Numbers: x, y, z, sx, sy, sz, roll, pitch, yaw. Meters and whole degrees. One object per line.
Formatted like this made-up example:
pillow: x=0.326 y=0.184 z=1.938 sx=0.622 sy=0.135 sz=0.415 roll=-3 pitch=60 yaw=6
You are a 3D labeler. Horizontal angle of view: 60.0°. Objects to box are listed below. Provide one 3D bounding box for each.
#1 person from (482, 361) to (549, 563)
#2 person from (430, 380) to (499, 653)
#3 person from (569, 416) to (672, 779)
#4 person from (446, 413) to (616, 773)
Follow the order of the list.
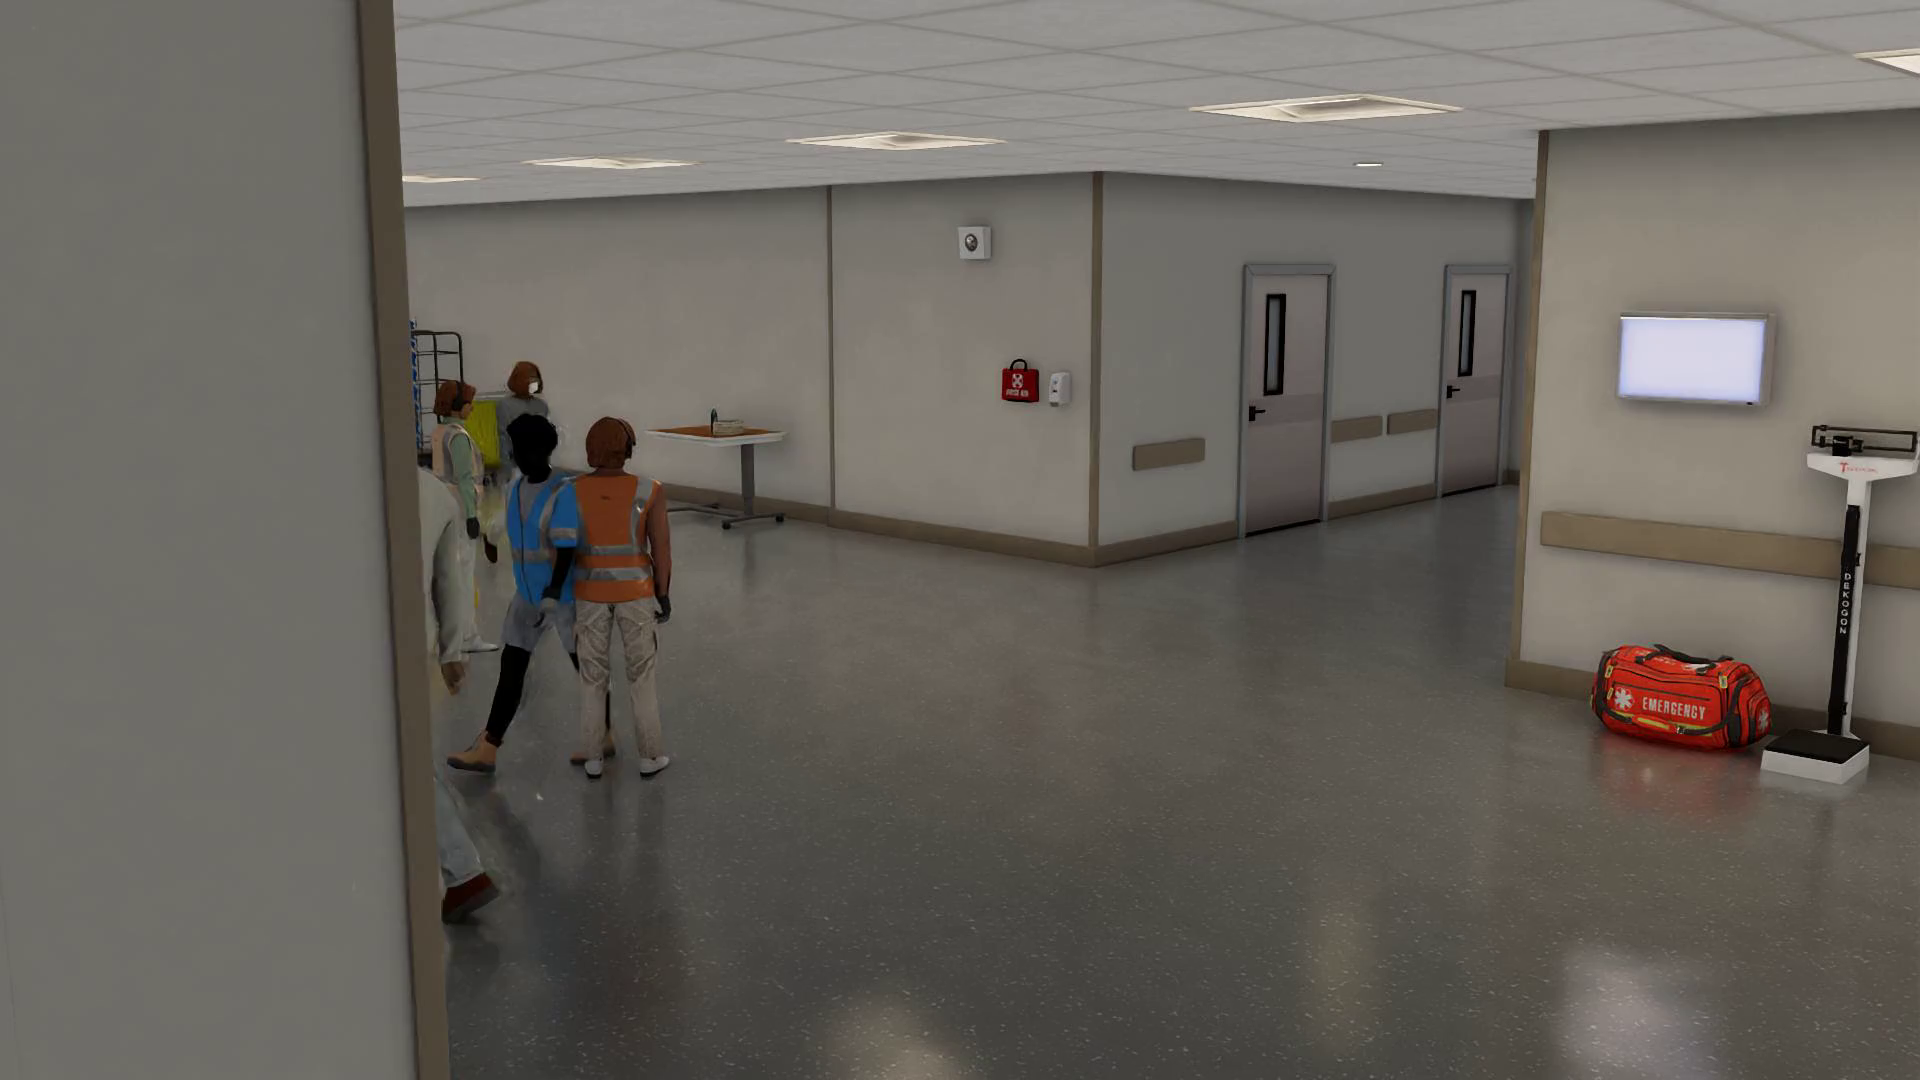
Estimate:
person: x=-3.357 y=-0.566 z=12.703 sx=0.702 sy=1.607 sz=0.503 roll=7 pitch=12 yaw=38
person: x=-3.018 y=-0.141 z=10.011 sx=0.308 sy=1.639 sz=0.510 roll=-6 pitch=11 yaw=-33
person: x=-1.560 y=0.265 z=7.514 sx=0.517 sy=1.639 sz=0.313 roll=0 pitch=9 yaw=-2
person: x=-1.912 y=0.258 z=7.515 sx=0.534 sy=1.647 sz=0.826 roll=6 pitch=11 yaw=34
